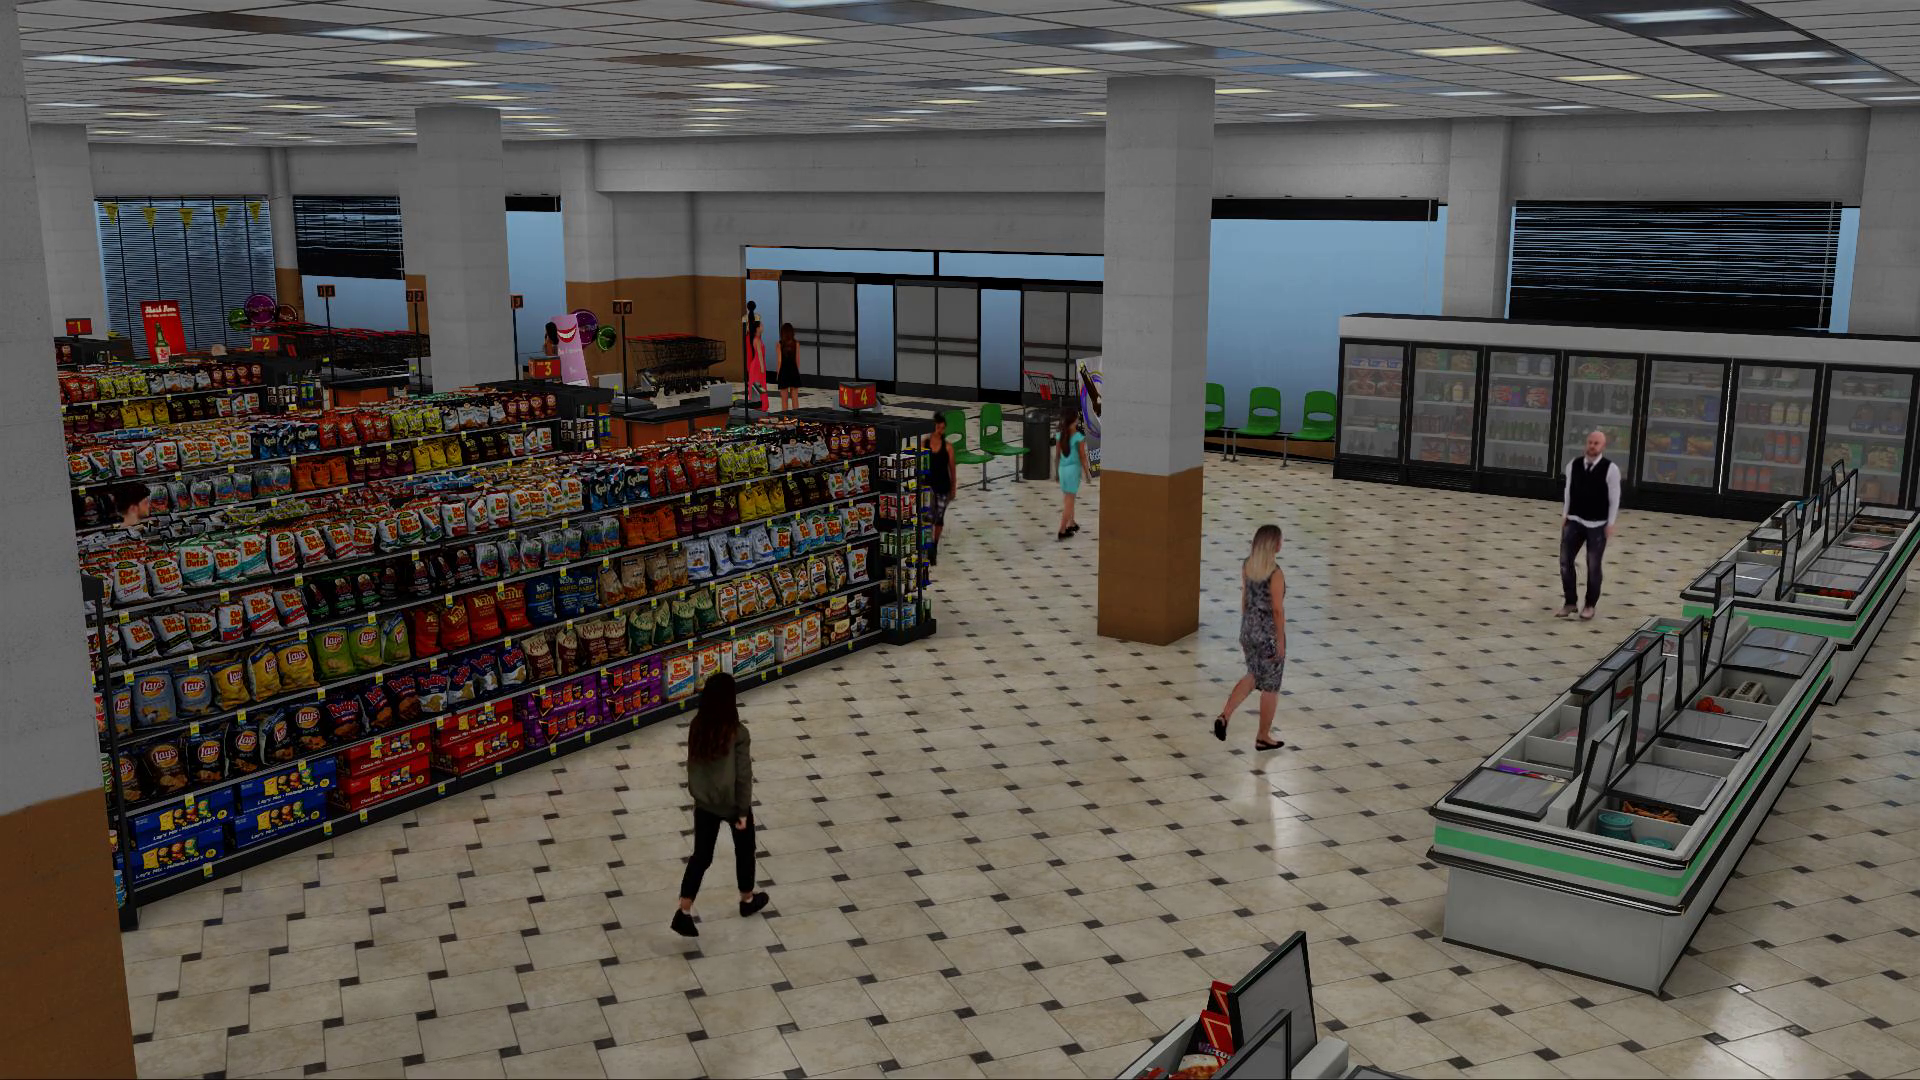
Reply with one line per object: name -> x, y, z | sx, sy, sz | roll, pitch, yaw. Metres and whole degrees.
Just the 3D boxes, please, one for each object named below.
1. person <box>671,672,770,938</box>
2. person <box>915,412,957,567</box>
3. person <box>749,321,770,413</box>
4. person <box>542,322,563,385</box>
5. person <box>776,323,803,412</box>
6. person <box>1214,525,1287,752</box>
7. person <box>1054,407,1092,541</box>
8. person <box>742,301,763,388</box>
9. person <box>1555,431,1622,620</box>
person -> -1.350, 1.463, 9.074 | 0.707, 1.447, 1.020 | 5, 13, 22
person -> -0.269, -0.569, 18.289 | 1.028, 1.627, 1.164 | 0, 12, -1
person -> -3.651, -3.102, 30.074 | 0.746, 1.727, 0.712 | -4, 13, -19
person -> -7.538, -3.216, 30.814 | 0.783, 1.645, 0.636 | 2, 12, 8
person -> -2.907, -2.763, 28.203 | 0.627, 1.835, 0.724 | -5, 13, -22
person -> 2.096, 0.733, 11.963 | 0.923, 1.685, 0.776 | -7, 14, -30
person -> 1.242, -0.761, 19.411 | 0.605, 1.541, 0.780 | 11, 16, 42
person -> -4.305, -4.076, 34.542 | 0.642, 1.792, 0.746 | -5, 13, -22
person -> 6.009, -0.140, 15.817 | 0.737, 1.807, 0.764 | 10, 16, 40
